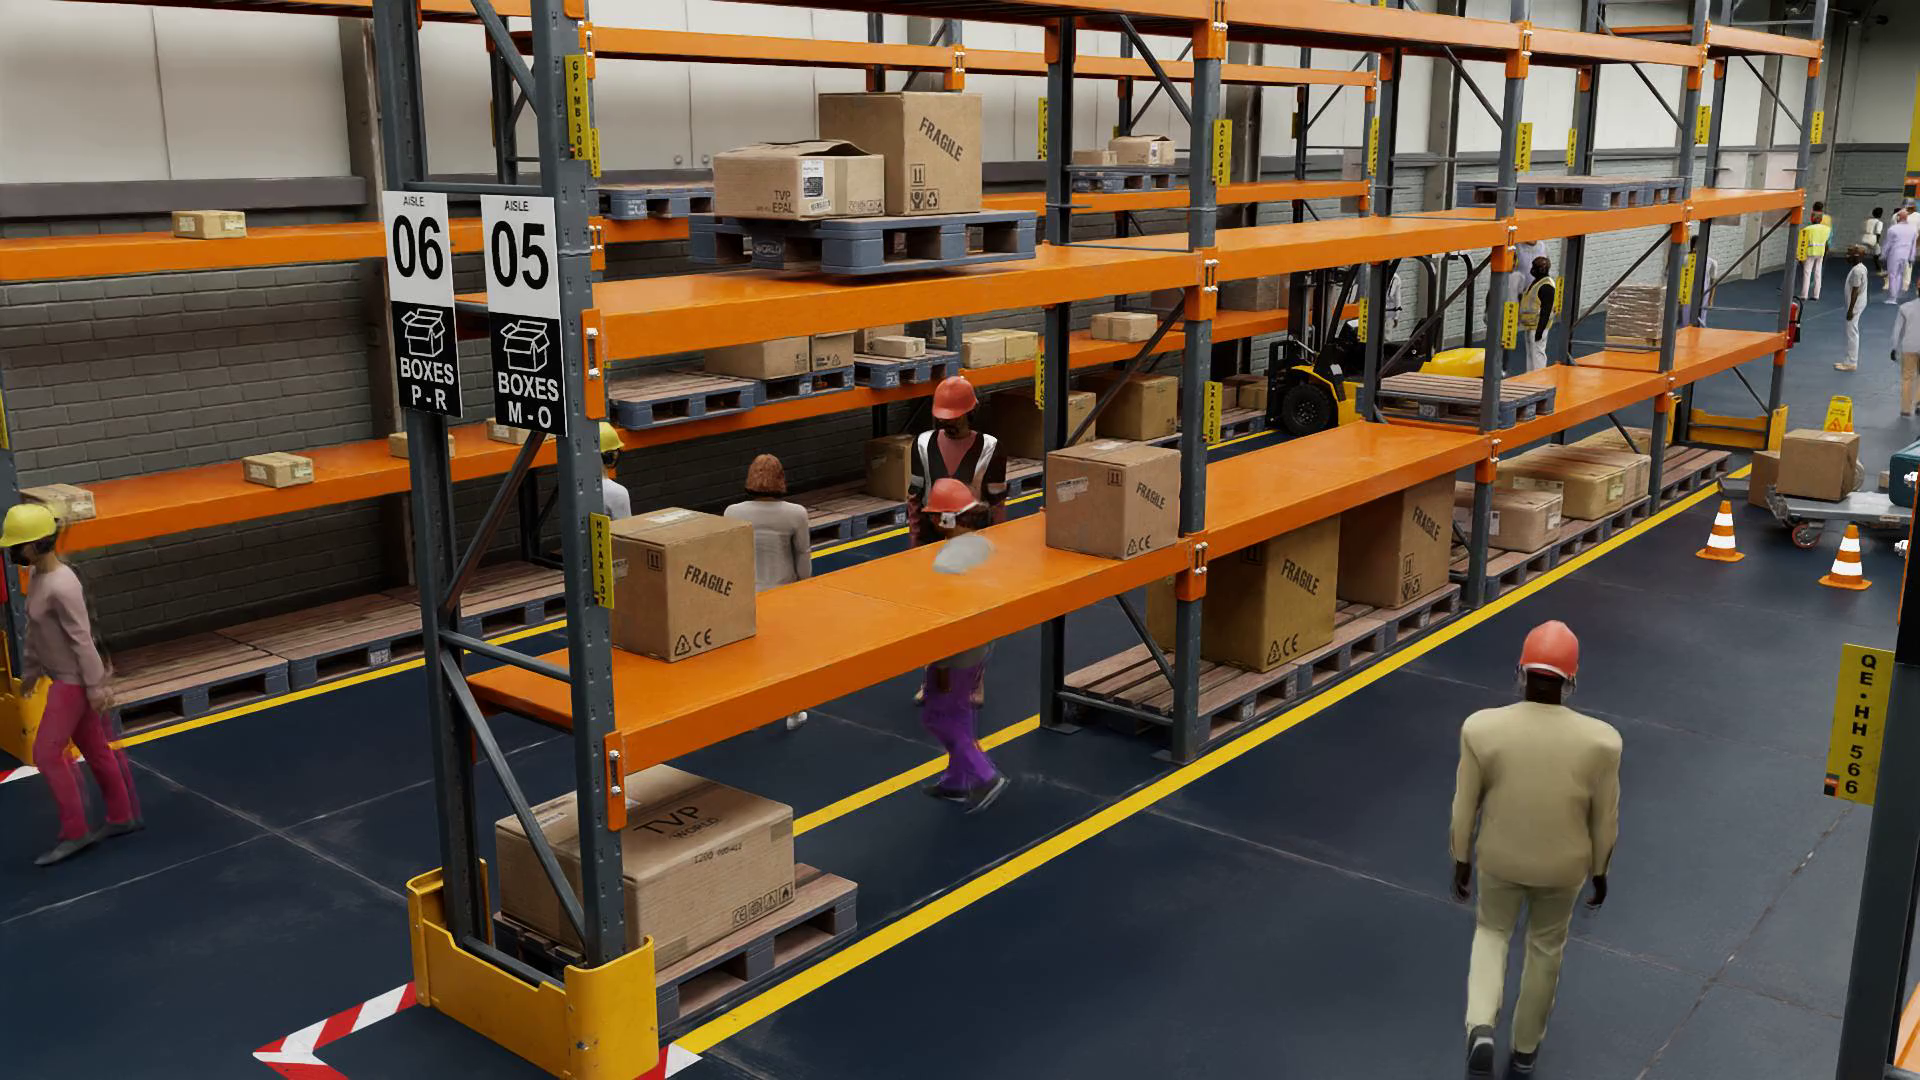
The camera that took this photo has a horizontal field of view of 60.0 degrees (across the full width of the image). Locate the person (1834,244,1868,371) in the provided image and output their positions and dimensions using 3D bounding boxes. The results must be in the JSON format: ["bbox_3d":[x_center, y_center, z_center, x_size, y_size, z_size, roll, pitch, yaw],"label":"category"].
[{"bbox_3d":[13.047,-3.391,24.310,0.350,1.837,0.502,7,15,26],"label":"person"}]

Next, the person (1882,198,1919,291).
[{"bbox_3d":[20.749,-6.512,36.584,0.537,2.000,0.675,-13,19,-43],"label":"person"}]

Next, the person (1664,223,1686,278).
[{"bbox_3d":[13.472,-5.141,31.382,0.506,1.863,0.320,-11,18,-38],"label":"person"}]

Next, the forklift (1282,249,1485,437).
[{"bbox_3d":[4.886,-2.214,18.767,2.313,2.155,1.214,11,18,38],"label":"forklift"}]

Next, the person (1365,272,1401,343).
[{"bbox_3d":[5.879,-3.168,23.406,0.592,1.828,0.404,2,14,7],"label":"person"}]

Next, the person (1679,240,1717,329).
[{"bbox_3d":[11.313,-3.706,25.564,0.516,1.841,0.326,10,17,35],"label":"person"}]

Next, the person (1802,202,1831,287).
[{"bbox_3d":[19.282,-6.687,37.618,0.620,1.882,0.851,-3,14,-13],"label":"person"}]

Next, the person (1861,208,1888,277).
[{"bbox_3d":[21.904,-7.124,39.855,0.860,1.644,0.547,-5,15,-18],"label":"person"}]

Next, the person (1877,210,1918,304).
[{"bbox_3d":[18.955,-5.738,33.765,0.648,1.887,0.659,-3,14,-11],"label":"person"}]

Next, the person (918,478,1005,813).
[{"bbox_3d":[0.000,0.539,8.493,0.457,1.736,0.577,7,15,25],"label":"person"}]

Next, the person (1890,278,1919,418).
[{"bbox_3d":[11.675,-2.357,20.279,0.591,1.735,0.376,4,14,17],"label":"person"}]

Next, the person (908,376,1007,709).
[{"bbox_3d":[-0.028,0.022,9.996,0.605,2.034,0.390,3,14,14],"label":"person"}]

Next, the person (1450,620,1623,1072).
[{"bbox_3d":[2.070,1.147,6.021,0.568,1.736,0.508,6,15,23],"label":"person"}]

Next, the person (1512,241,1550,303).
[{"bbox_3d":[9.196,-4.134,26.899,0.681,2.000,0.536,0,14,2],"label":"person"}]

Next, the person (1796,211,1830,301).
[{"bbox_3d":[17.601,-5.842,34.287,0.560,1.837,0.390,0,14,-1],"label":"person"}]

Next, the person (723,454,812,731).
[{"bbox_3d":[-1.111,0.308,9.652,0.509,1.632,0.265,-1,14,-2],"label":"person"}]

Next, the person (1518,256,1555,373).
[{"bbox_3d":[7.577,-2.807,21.906,0.429,1.847,0.627,1,14,3],"label":"person"}]

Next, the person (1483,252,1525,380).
[{"bbox_3d":[7.676,-3.171,23.466,0.484,1.807,1.030,6,15,23],"label":"person"}]

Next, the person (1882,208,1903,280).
[{"bbox_3d":[21.897,-6.913,38.933,0.319,1.694,0.558,4,14,17],"label":"person"}]

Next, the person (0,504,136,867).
[{"bbox_3d":[-4.327,0.677,7.935,0.626,1.744,0.531,-10,17,-36],"label":"person"}]
